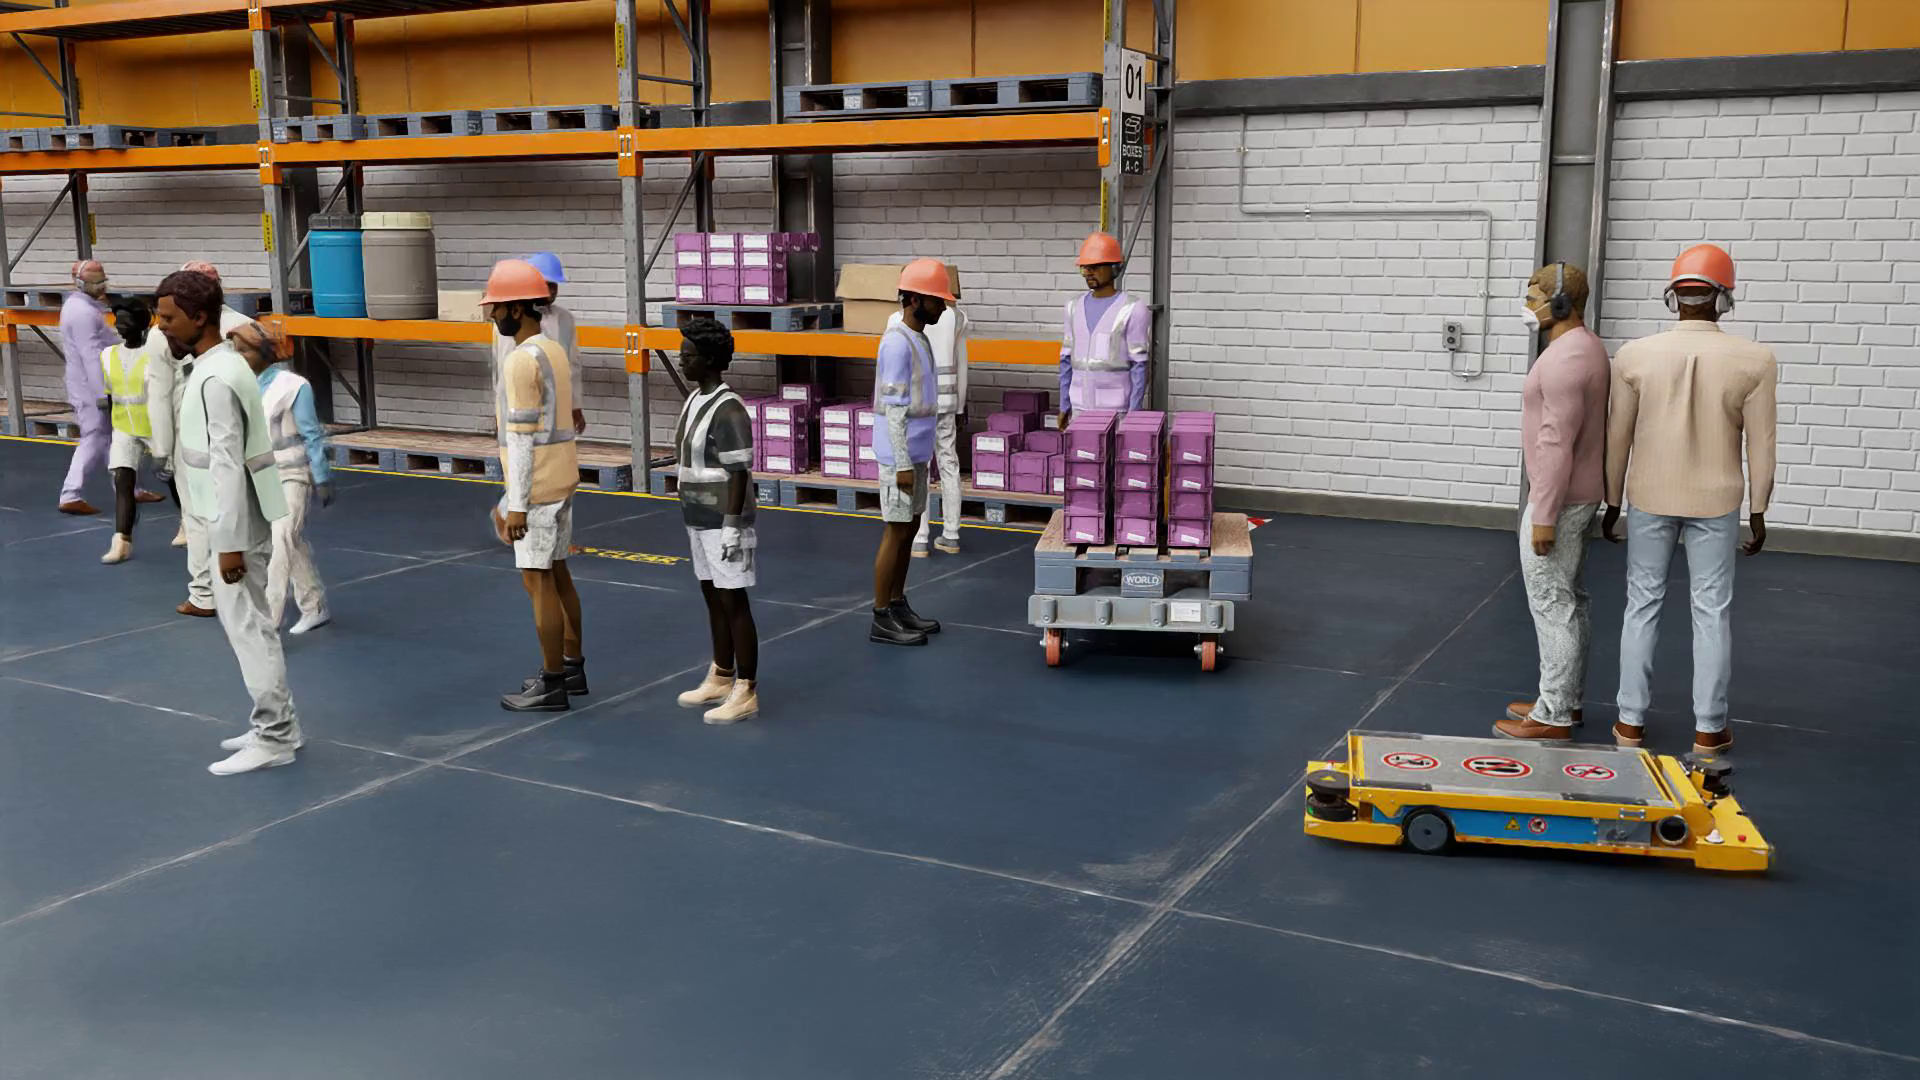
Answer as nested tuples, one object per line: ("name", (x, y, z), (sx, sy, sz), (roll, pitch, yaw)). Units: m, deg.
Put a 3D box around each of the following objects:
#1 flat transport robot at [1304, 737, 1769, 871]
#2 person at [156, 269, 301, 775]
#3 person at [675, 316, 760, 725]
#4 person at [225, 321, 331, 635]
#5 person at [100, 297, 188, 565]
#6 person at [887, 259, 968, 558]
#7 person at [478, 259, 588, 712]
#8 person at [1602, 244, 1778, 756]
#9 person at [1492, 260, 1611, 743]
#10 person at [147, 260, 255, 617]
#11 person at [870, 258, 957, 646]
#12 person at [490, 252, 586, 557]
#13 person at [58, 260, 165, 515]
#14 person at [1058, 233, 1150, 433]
("flat transport robot", (1.911, 0.867, 5.674), (1.431, 0.197, 0.652), (2, 11, 12))
("person", (-2.754, -0.063, 6.311), (0.401, 1.907, 0.589), (-5, 11, -25))
("person", (-1.021, -0.081, 6.961), (0.320, 1.695, 0.538), (-5, 12, -26))
("person", (-3.442, -0.264, 8.213), (0.513, 1.598, 0.858), (3, 11, 16))
("person", (-5.172, -0.713, 10.557), (0.540, 1.652, 0.857), (1, 10, 5))
("person", (-0.210, -0.828, 10.547), (0.575, 1.883, 0.362), (-6, 12, -30))
("person", (-1.834, -0.224, 7.128), (0.388, 1.929, 0.539), (0, 10, 1))
("person", (2.848, -0.151, 6.531), (0.622, 1.989, 0.397), (5, 11, 26))
("person", (2.396, -0.142, 6.666), (0.365, 1.931, 0.632), (5, 12, 28))
("person", (-4.026, -0.542, 8.943), (0.397, 1.902, 0.660), (10, 14, 43))
("person", (-0.222, -0.431, 8.288), (0.418, 1.920, 0.541), (3, 11, 14))
("person", (-2.664, -0.842, 10.496), (0.568, 1.932, 0.627), (6, 12, 30))
("person", (-6.363, -1.134, 12.305), (0.675, 1.872, 0.697), (-5, 12, -27))
("person", (0.846, -0.827, 10.101), (0.607, 2.044, 0.377), (8, 13, 37))
